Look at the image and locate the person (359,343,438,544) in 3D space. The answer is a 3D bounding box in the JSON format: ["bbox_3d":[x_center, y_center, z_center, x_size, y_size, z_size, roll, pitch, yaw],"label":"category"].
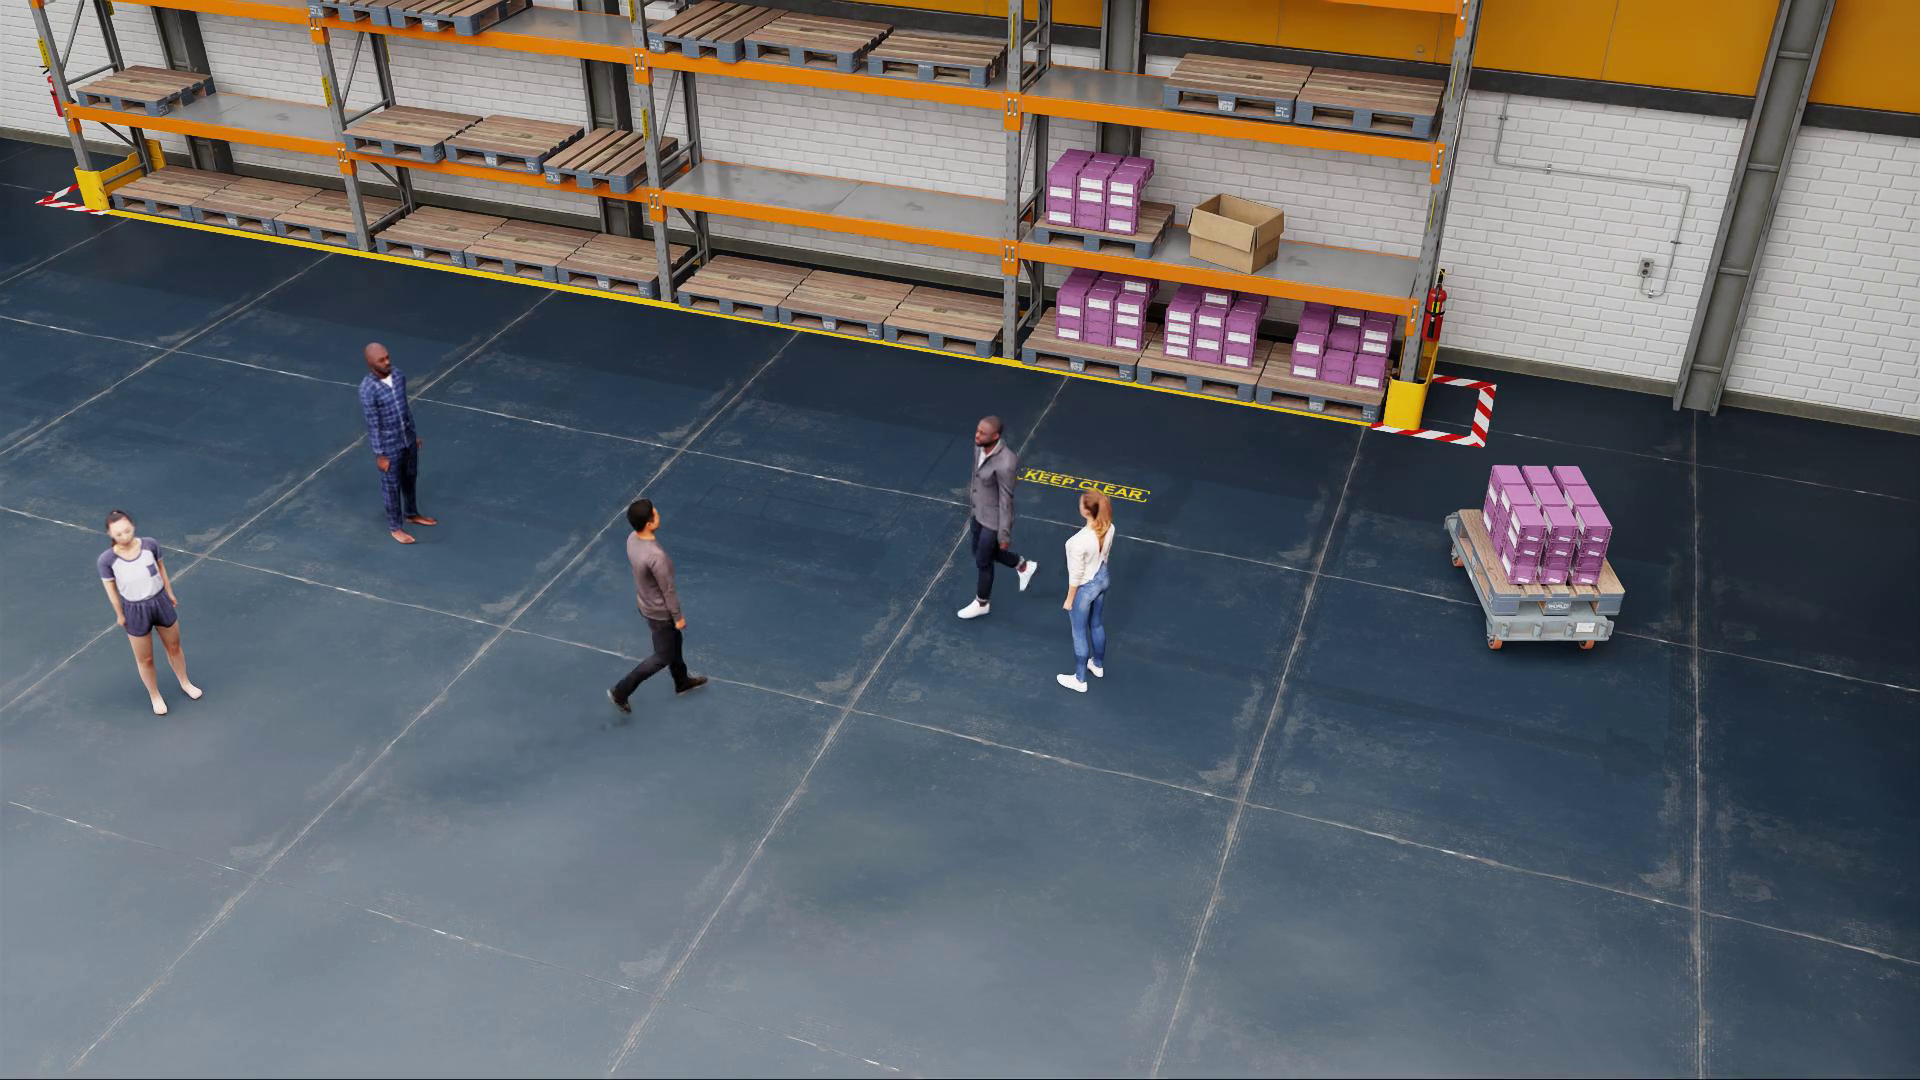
[{"bbox_3d":[-4.805,-0.855,14.081,0.579,1.819,0.660,13,36,19],"label":"person"}]

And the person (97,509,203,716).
[{"bbox_3d":[-5.963,0.512,12.177,0.656,1.651,0.666,28,43,35],"label":"person"}]

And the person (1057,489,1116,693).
[{"bbox_3d":[0.957,0.359,12.344,0.652,1.720,0.676,25,41,32],"label":"person"}]

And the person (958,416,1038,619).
[{"bbox_3d":[0.327,-0.202,13.113,1.130,1.803,1.065,-14,36,-20],"label":"person"}]

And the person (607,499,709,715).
[{"bbox_3d":[-2.264,0.514,12.084,1.101,1.748,1.056,-8,34,-11],"label":"person"}]
